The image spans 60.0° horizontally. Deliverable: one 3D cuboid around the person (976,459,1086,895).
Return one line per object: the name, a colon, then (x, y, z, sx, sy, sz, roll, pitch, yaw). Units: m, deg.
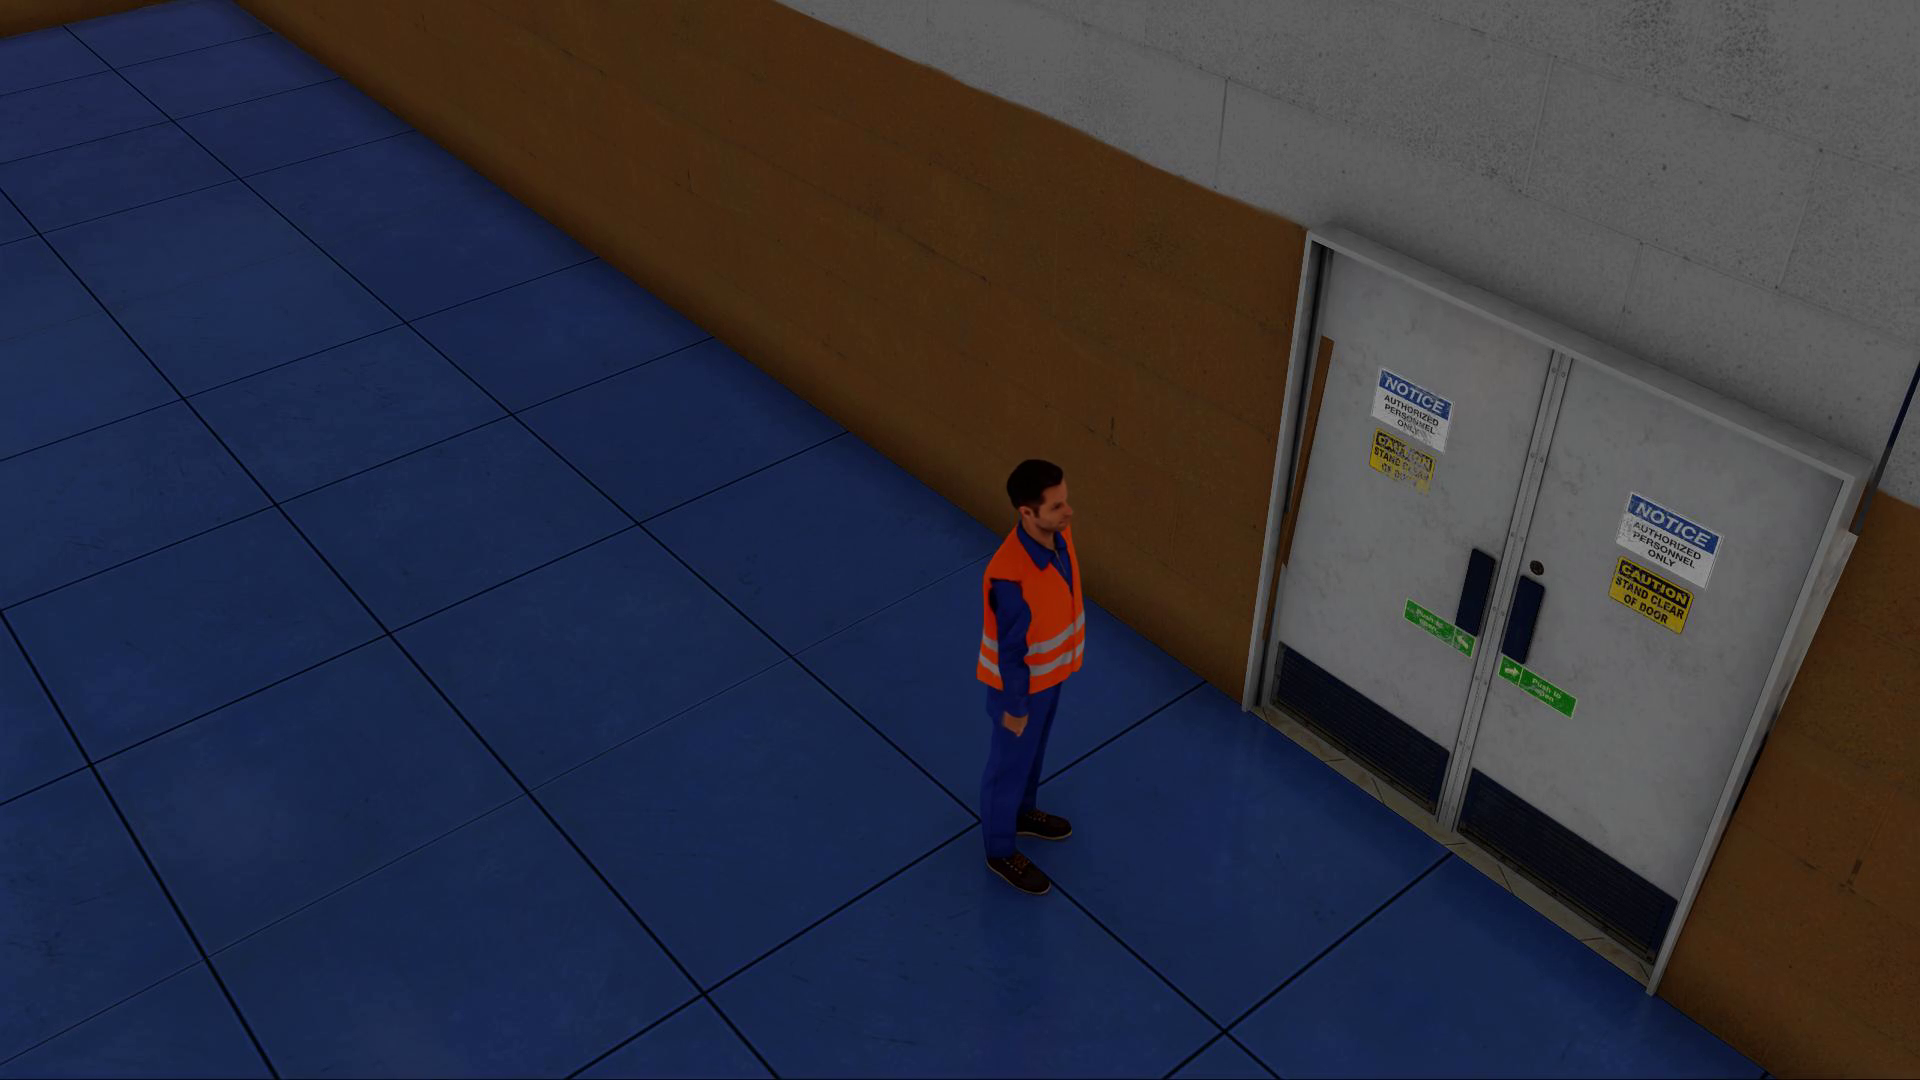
person: (0.248, 0.481, 6.081, 0.841, 1.863, 0.712, 14, 39, 18)
